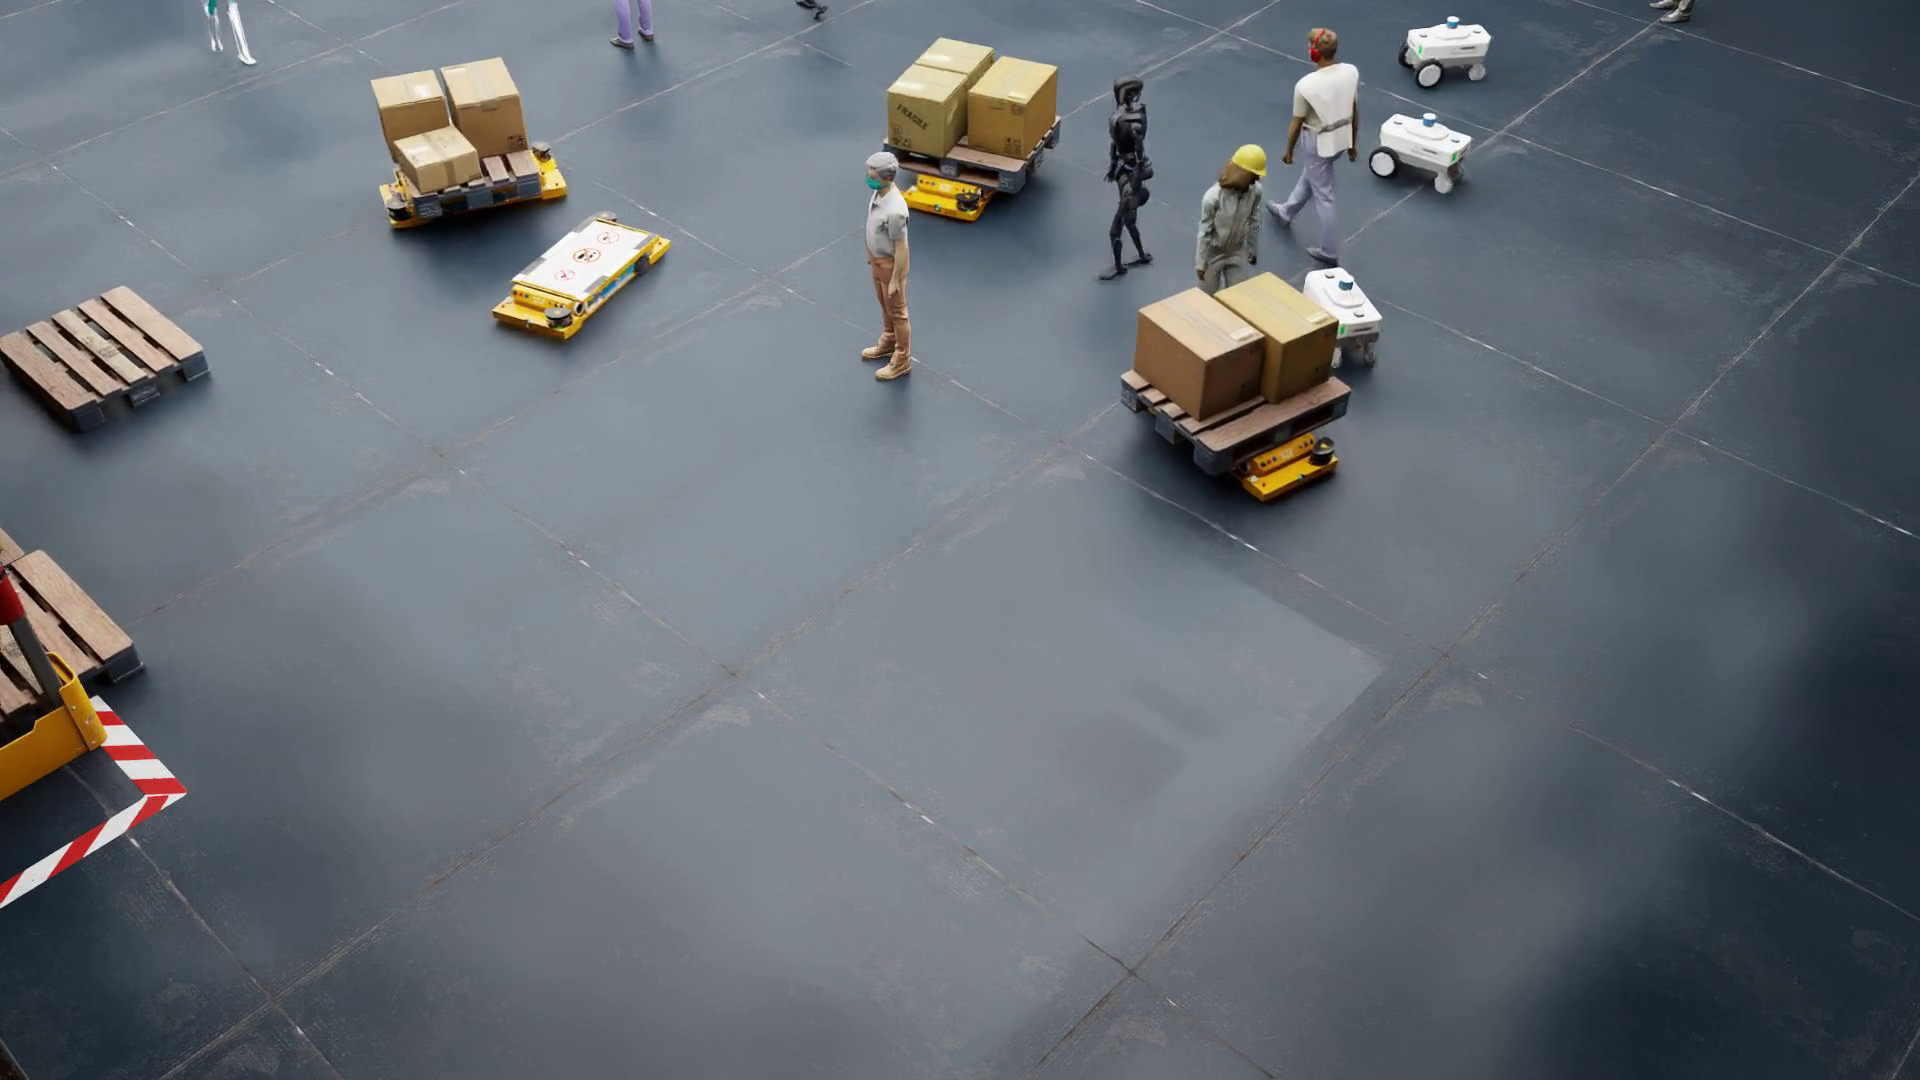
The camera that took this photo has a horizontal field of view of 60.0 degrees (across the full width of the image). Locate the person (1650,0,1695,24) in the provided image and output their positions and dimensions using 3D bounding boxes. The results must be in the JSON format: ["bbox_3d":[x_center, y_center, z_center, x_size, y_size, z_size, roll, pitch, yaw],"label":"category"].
[{"bbox_3d":[7.077,-5.873,15.877,0.381,1.841,0.569,1,42,1],"label":"person"}]

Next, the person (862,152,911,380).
[{"bbox_3d":[-0.514,-1.917,11.551,0.321,1.748,0.470,-15,44,-16],"label":"person"}]

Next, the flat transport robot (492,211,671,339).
[{"bbox_3d":[-2.899,-2.058,12.813,0.659,0.231,1.431,18,45,19],"label":"flat transport robot"}]

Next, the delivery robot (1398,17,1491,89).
[{"bbox_3d":[4.483,-4.526,15.330,0.769,0.577,0.499,-6,42,-7],"label":"delivery robot"}]

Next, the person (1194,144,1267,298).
[{"bbox_3d":[1.885,-1.972,11.648,0.515,1.714,0.512,-17,45,-18],"label":"person"}]

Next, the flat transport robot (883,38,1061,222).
[{"bbox_3d":[0.097,-3.165,14.043,0.659,0.231,1.431,16,44,17],"label":"flat transport robot"}]

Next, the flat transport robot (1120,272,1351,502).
[{"bbox_3d":[1.866,-0.818,11.435,0.659,0.231,1.431,-24,47,-24],"label":"flat transport robot"}]

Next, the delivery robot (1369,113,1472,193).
[{"bbox_3d":[3.876,-3.290,13.981,0.814,0.611,0.499,27,48,26],"label":"delivery robot"}]

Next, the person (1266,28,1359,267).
[{"bbox_3d":[2.720,-3.048,12.776,0.561,1.781,0.940,-27,49,-27],"label":"person"}]

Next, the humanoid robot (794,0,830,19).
[{"bbox_3d":[-1.477,-5.865,16.010,0.586,1.659,0.593,27,49,27],"label":"humanoid robot"}]

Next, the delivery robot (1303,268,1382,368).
[{"bbox_3d":[2.778,-1.669,12.181,0.499,0.614,0.815,-10,43,-11],"label":"delivery robot"}]

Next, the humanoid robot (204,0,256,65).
[{"bbox_3d":[-6.892,-5.206,15.275,0.547,1.864,0.833,-30,50,-29],"label":"humanoid robot"}]

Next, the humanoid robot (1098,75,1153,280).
[{"bbox_3d":[1.310,-2.745,12.536,0.435,1.648,0.602,-8,43,-9],"label":"humanoid robot"}]

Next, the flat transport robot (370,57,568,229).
[{"bbox_3d":[-4.048,-2.947,13.802,1.431,0.231,0.659,-16,44,-17],"label":"flat transport robot"}]

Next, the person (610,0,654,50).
[{"bbox_3d":[-3.129,-5.479,15.435,0.569,1.846,0.383,-33,51,-31],"label":"person"}]
